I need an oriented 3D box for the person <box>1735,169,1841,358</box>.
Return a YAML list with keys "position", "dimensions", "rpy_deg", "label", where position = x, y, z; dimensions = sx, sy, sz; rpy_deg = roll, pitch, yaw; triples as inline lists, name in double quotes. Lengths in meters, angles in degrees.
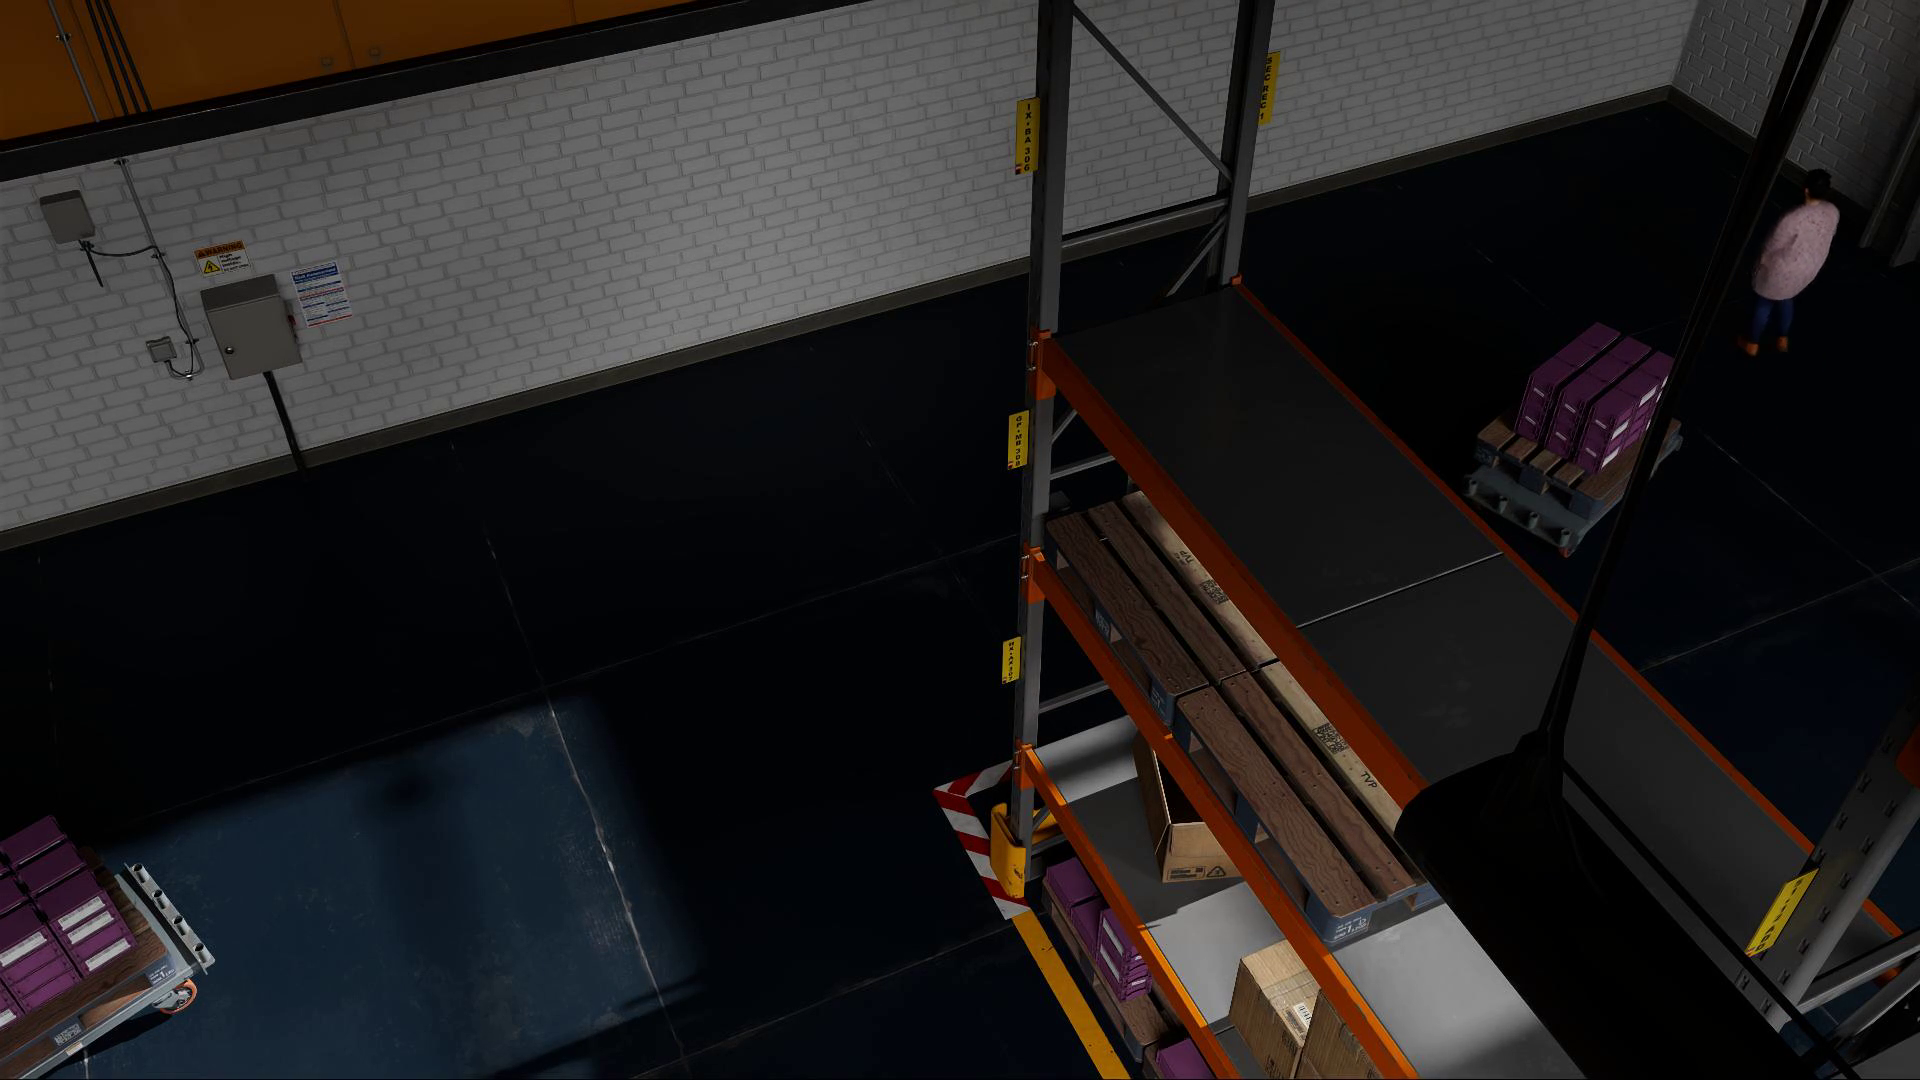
- position: [6.615, -2.146, 13.197]
  dimensions: [0.823, 1.738, 0.838]
  rpy_deg: [-6, 44, -6]
  label: "person"
